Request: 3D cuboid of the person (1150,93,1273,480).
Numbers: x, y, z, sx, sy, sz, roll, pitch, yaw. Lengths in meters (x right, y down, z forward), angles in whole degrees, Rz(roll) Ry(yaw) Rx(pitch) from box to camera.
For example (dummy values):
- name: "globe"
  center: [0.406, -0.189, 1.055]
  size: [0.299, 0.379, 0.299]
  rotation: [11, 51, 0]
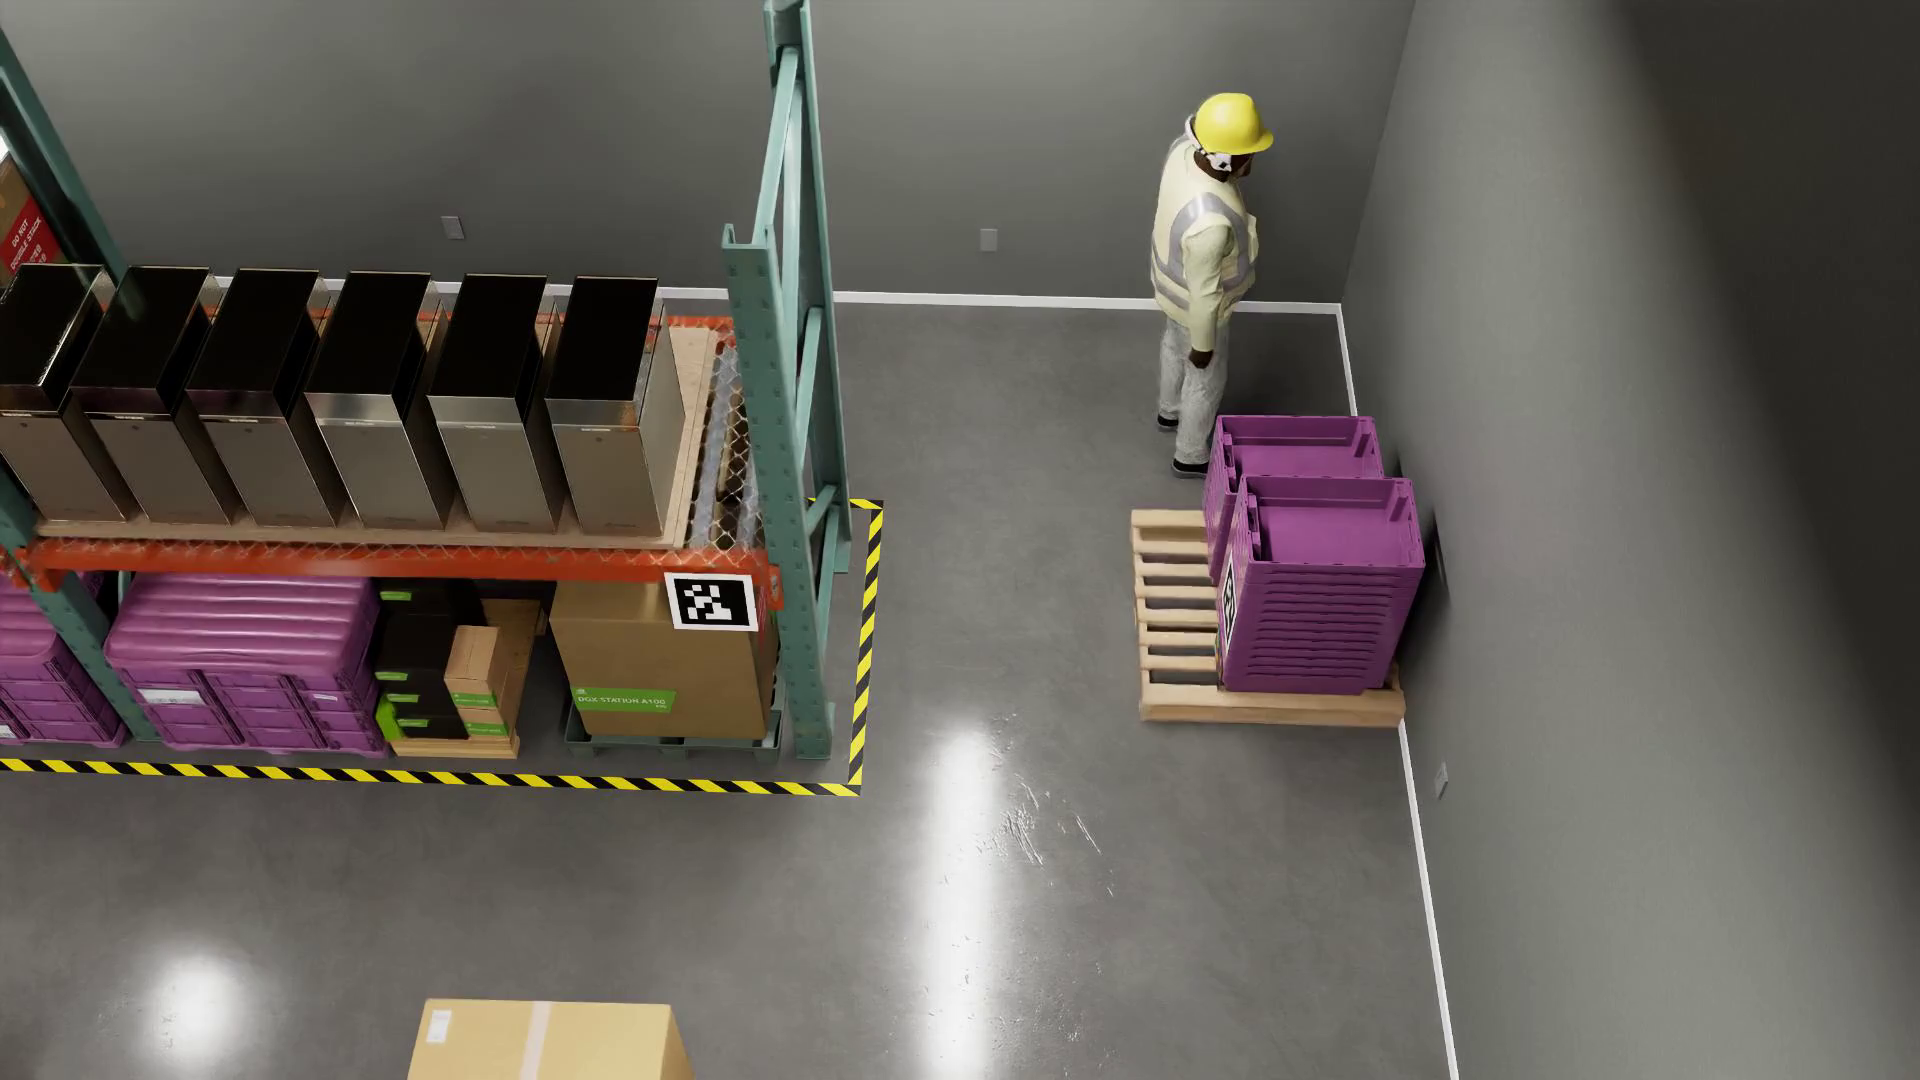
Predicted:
- name: "person"
  center: [0.951, -0.998, 6.550]
  size: [0.419, 1.829, 0.612]
  rotation: [-4, 52, -3]
